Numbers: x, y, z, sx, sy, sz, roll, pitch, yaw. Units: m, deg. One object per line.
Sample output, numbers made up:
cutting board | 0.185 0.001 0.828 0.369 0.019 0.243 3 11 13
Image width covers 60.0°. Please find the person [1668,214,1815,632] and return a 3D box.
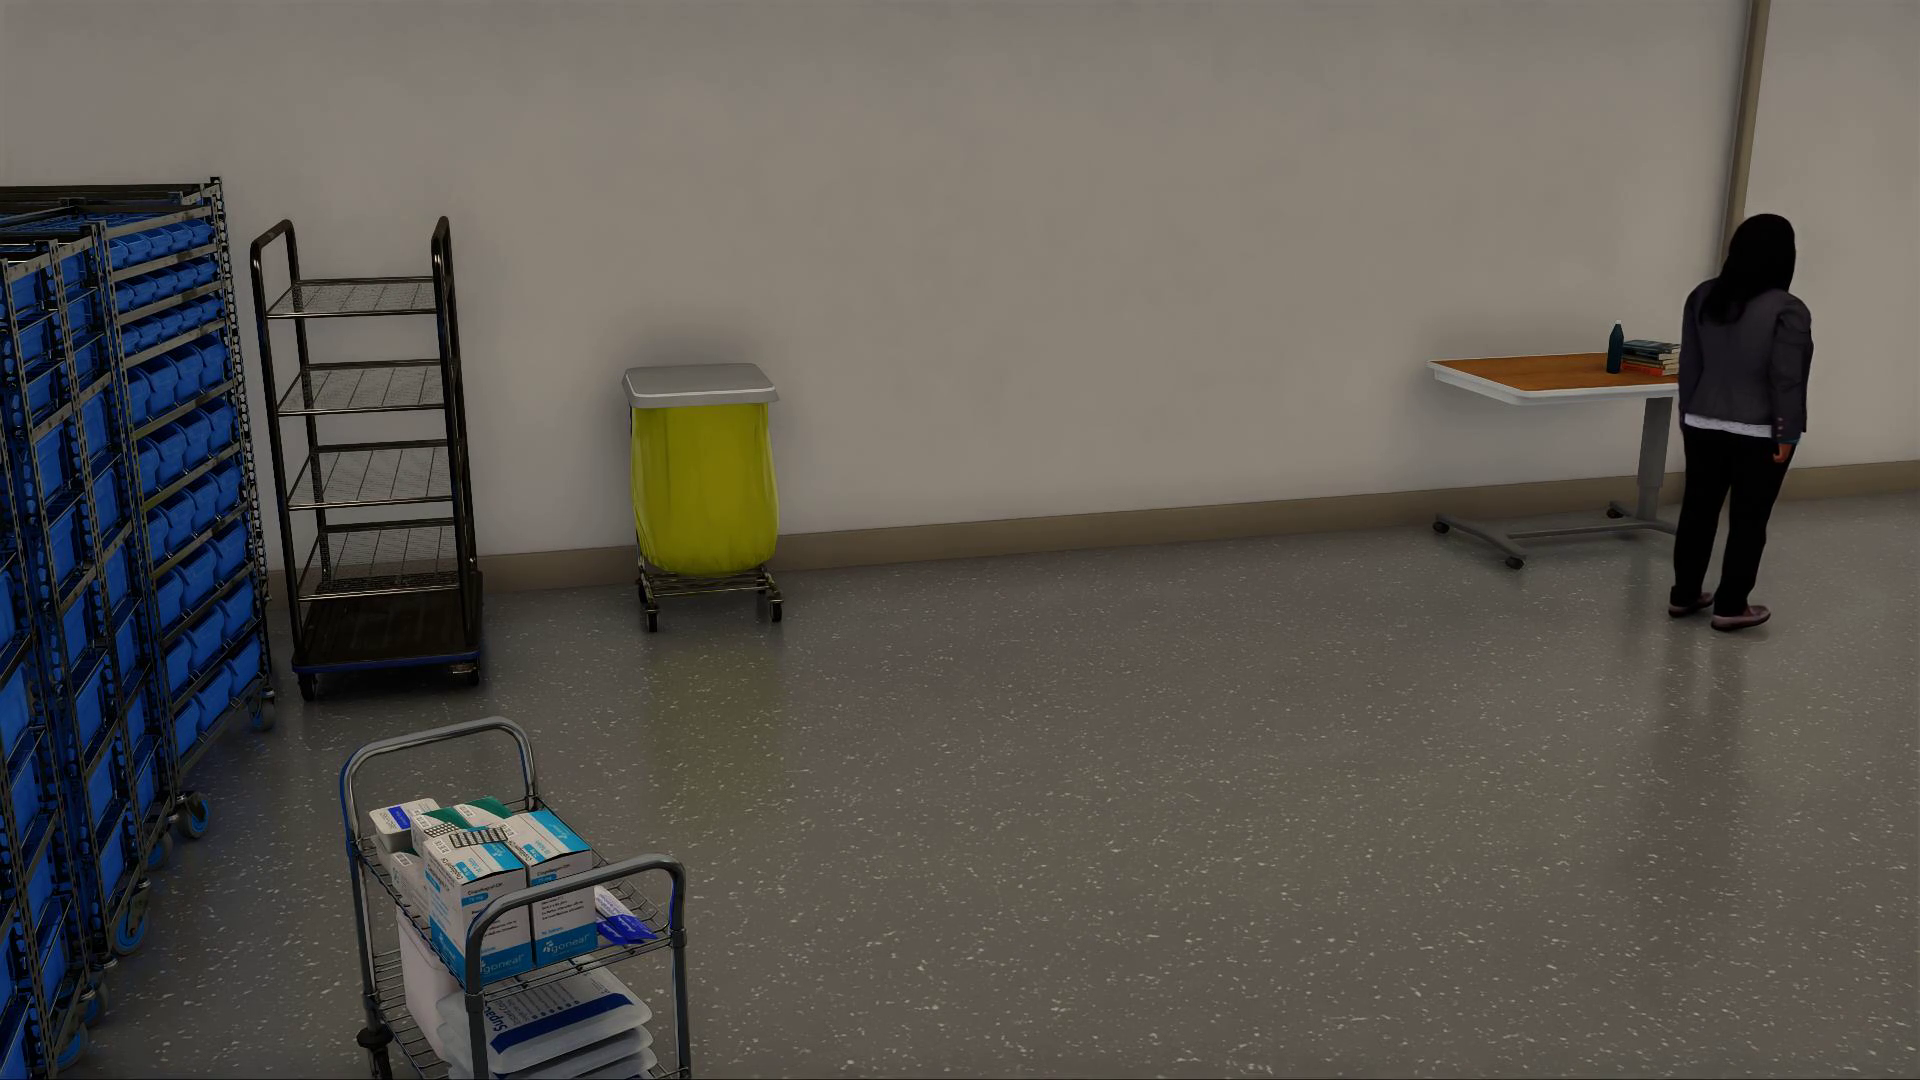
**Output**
person | 2.996 -0.447 6.410 0.748 1.599 0.744 -9 18 -30
